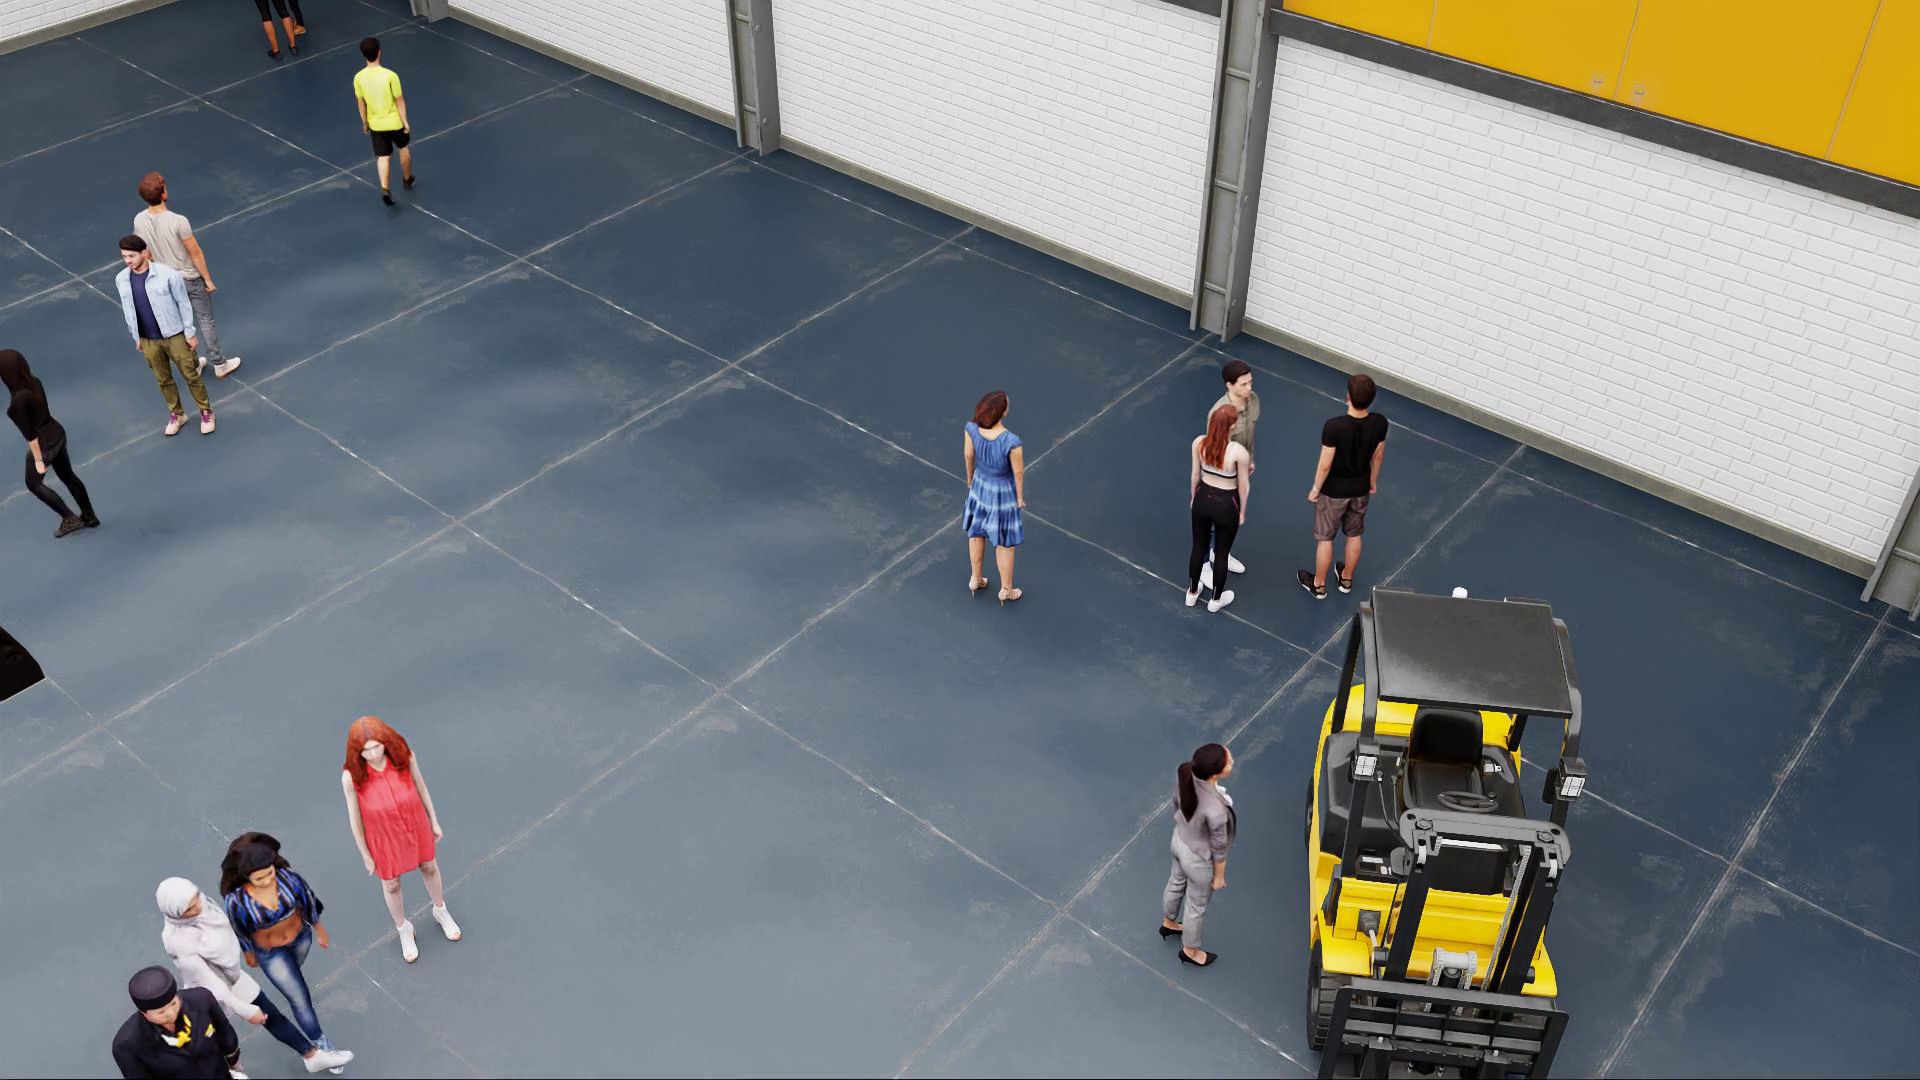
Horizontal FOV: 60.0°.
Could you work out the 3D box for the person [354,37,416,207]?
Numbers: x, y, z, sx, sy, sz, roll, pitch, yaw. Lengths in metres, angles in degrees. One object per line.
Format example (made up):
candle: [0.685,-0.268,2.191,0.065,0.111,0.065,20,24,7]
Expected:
person: [-5.853,-4.233,16.922,1.041,1.683,1.110,-4,39,-5]

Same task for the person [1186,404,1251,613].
person: [1.821,-0.226,11.860,0.511,1.740,0.677,20,43,24]

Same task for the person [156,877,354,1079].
person: [-3.961,2.361,8.628,1.141,1.731,1.065,-2,39,-3]

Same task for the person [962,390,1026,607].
person: [0.249,-0.302,11.902,0.548,1.806,0.756,21,43,24]

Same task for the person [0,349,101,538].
person: [-6.828,-0.724,12.570,0.768,1.631,0.709,-3,39,-3]

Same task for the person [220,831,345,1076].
person: [-3.696,2.133,9.031,0.700,1.583,1.077,-29,47,-32]

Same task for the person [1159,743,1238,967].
person: [1.335,1.767,9.415,0.773,1.677,0.661,-16,41,-19]

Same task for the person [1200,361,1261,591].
person: [1.936,-0.503,12.106,0.585,1.865,0.717,31,48,33]

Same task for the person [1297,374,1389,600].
person: [2.762,-0.379,11.954,0.764,1.861,0.788,-9,39,-11]

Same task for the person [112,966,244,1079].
person: [-3.853,2.693,8.277,0.942,1.650,0.723,28,46,31]

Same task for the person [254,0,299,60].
person: [-8.321,-6.662,19.913,0.644,1.747,0.583,-28,46,-30]

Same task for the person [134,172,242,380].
person: [-6.692,-2.250,14.270,0.698,1.895,0.802,2,39,3]

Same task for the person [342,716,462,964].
person: [-3.174,1.672,9.413,0.653,1.827,0.592,-23,44,-26]

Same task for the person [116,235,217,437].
person: [-6.518,-1.678,13.622,0.745,1.810,0.812,-2,39,-3]
